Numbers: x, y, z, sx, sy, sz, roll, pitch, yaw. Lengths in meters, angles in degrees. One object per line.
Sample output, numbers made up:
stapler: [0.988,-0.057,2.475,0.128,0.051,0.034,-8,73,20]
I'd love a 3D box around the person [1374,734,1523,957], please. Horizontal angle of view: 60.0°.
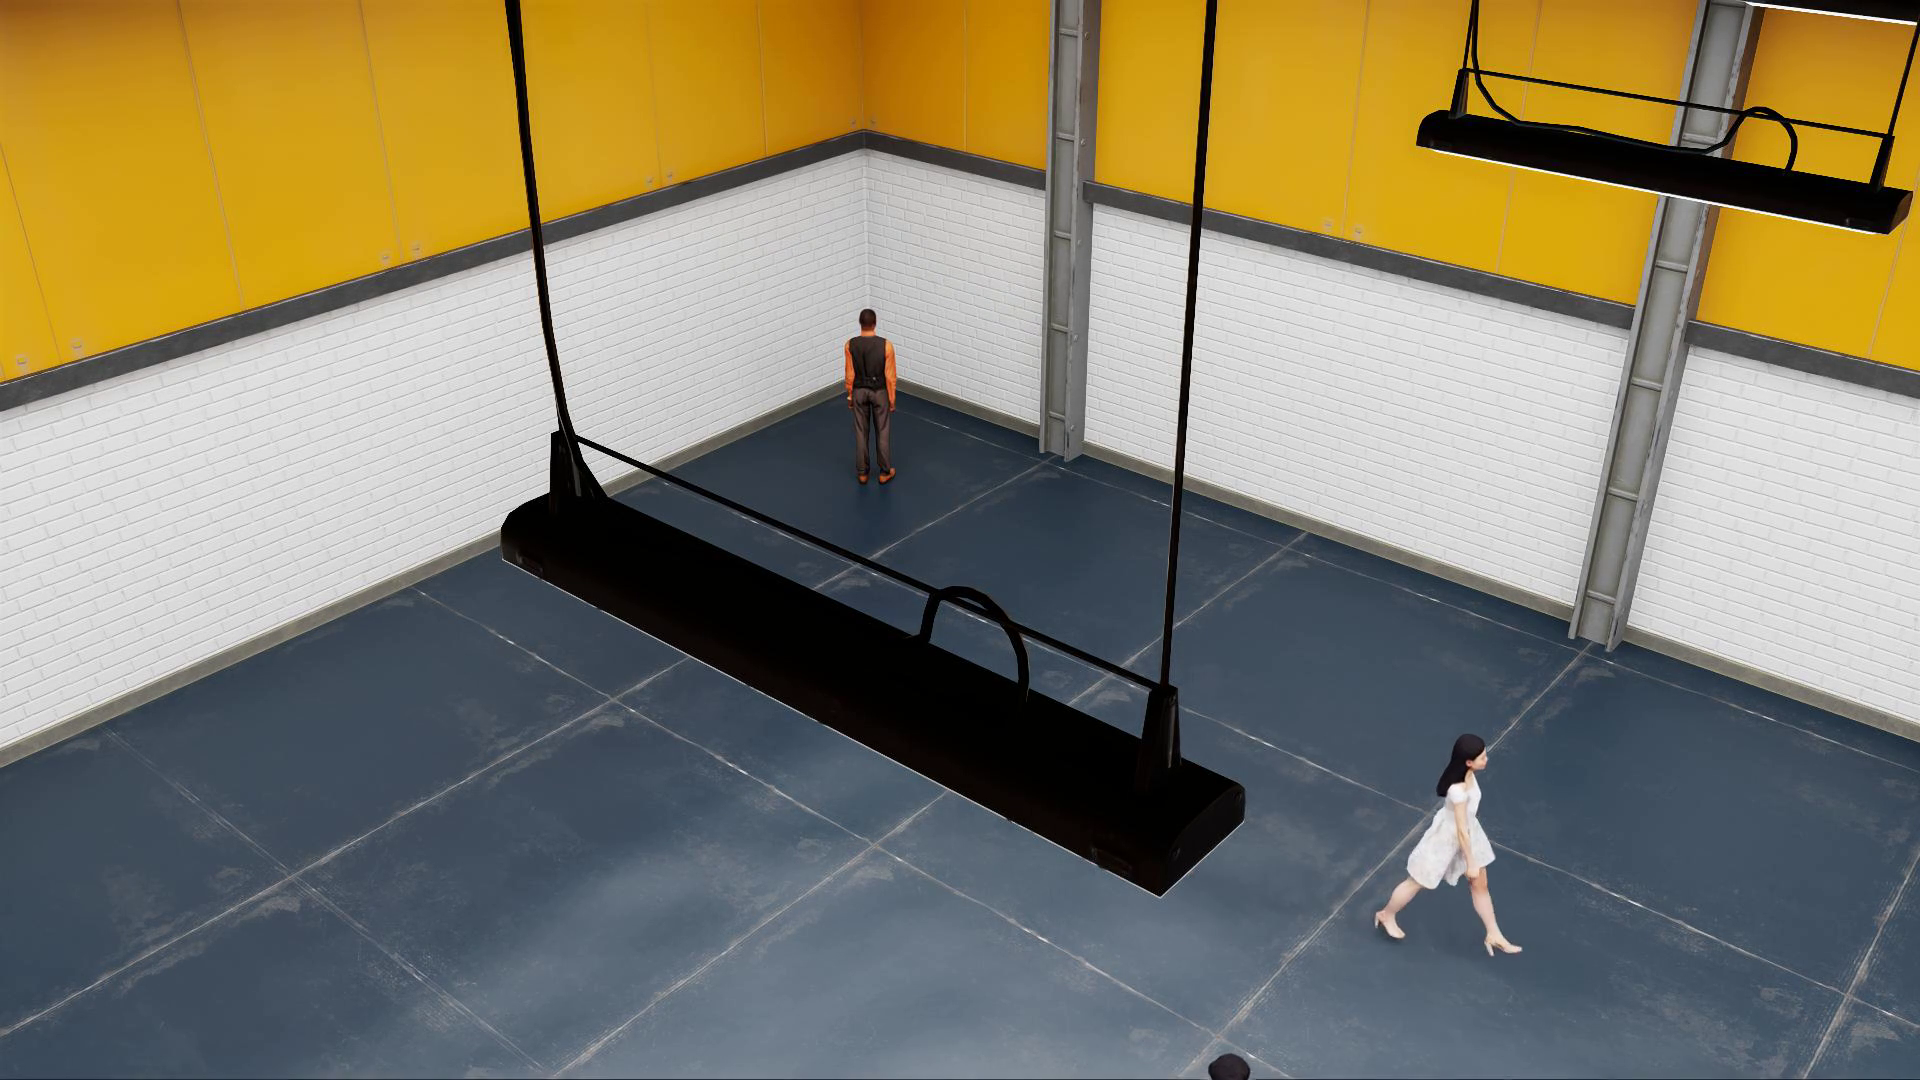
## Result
person: [3.140,2.043,11.006,1.257,1.722,0.838,12,31,21]

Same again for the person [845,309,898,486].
person: [-0.927,-1.490,17.290,0.752,1.906,0.853,3,29,5]
